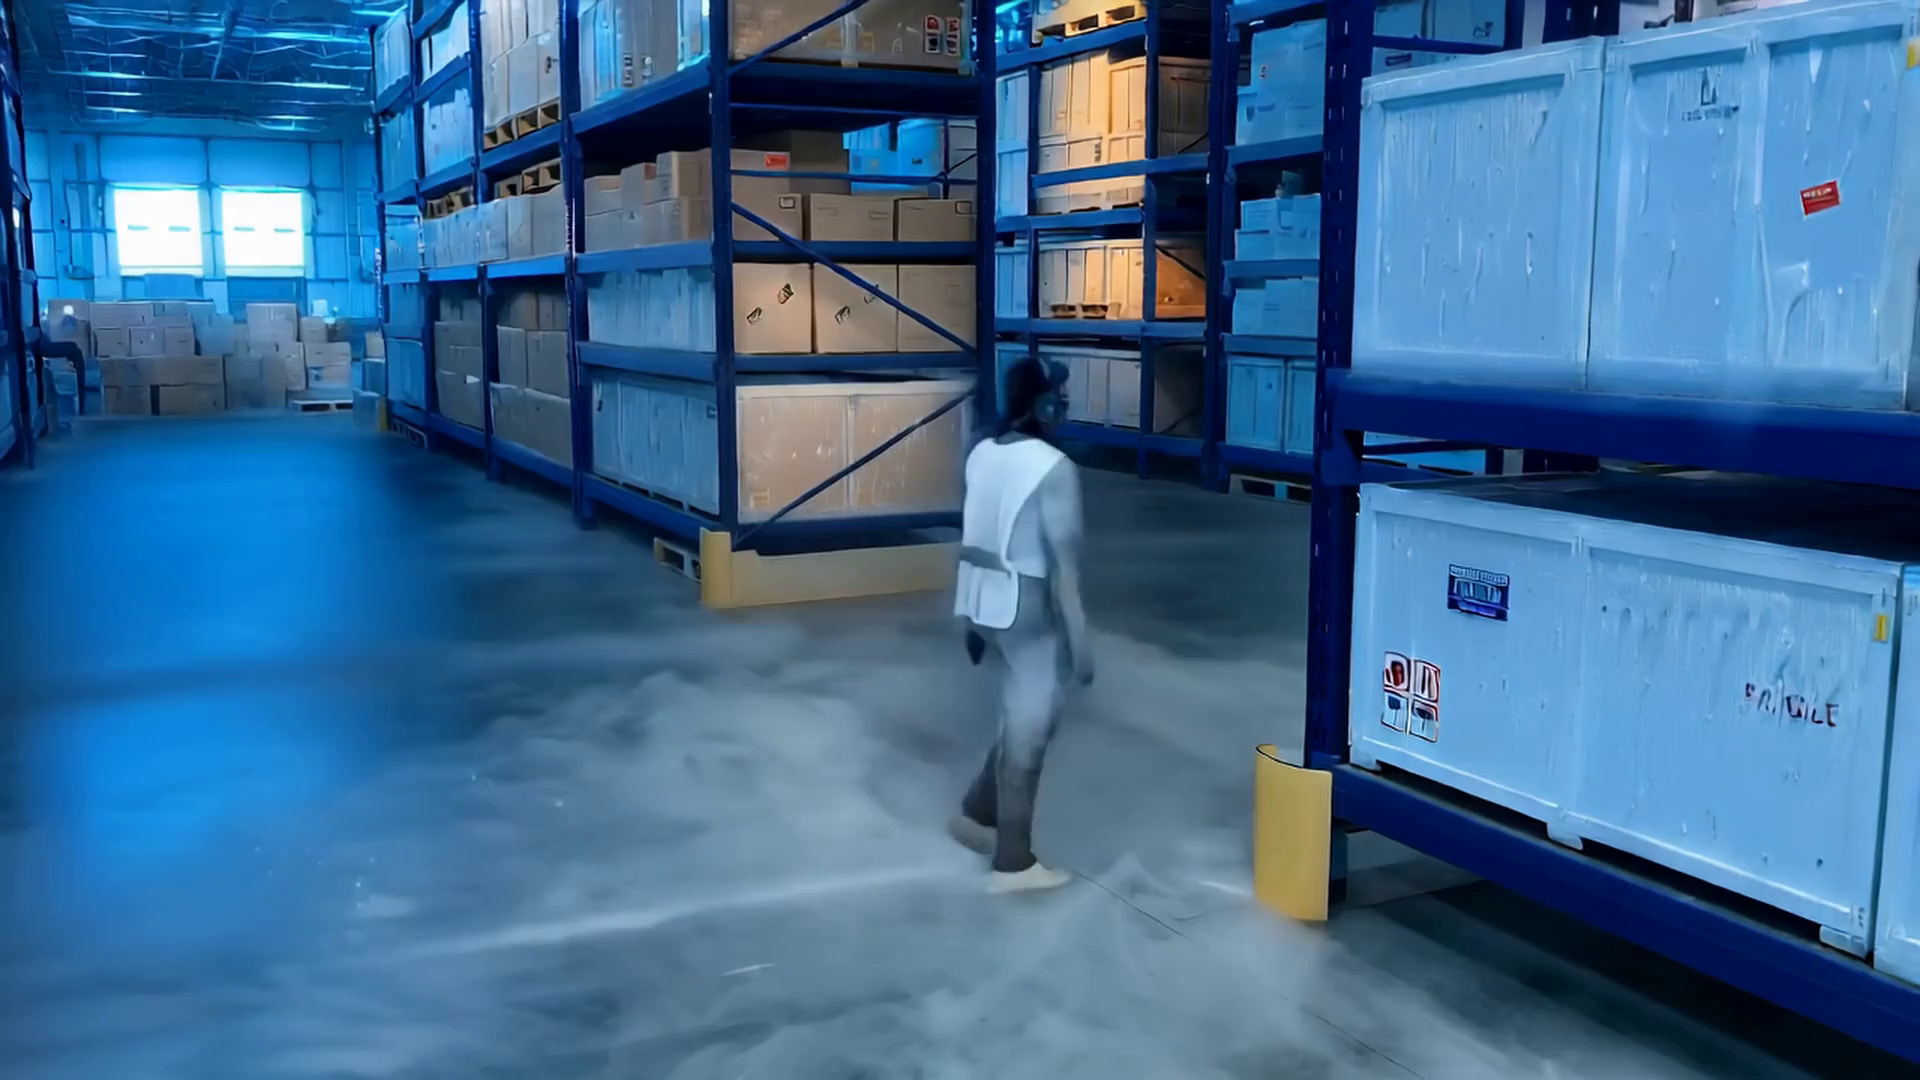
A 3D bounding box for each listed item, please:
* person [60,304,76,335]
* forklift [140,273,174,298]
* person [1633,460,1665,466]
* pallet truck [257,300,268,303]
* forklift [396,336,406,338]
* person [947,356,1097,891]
[{"bbox_3d":[-21.260,-4.658,39.543,0.787,1.915,0.634,-2,9,-15],"label":"person"},{"bbox_3d":[-25.382,-7.057,52.754,1.873,2.768,1.129,6,10,36],"label":"forklift"},{"bbox_3d":[3.378,-0.018,7.701,0.632,1.869,0.963,-5,10,-32],"label":"person"},{"bbox_3d":[-23.913,-7.404,58.171,1.885,1.965,0.823,-1,8,-9],"label":"pallet truck"},{"bbox_3d":[-10.728,-4.194,33.008,1.129,2.768,1.873,-4,9,-26],"label":"forklift"},{"bbox_3d":[0.218,0.295,5.663,0.446,1.831,0.586,-4,9,-24],"label":"person"}]
